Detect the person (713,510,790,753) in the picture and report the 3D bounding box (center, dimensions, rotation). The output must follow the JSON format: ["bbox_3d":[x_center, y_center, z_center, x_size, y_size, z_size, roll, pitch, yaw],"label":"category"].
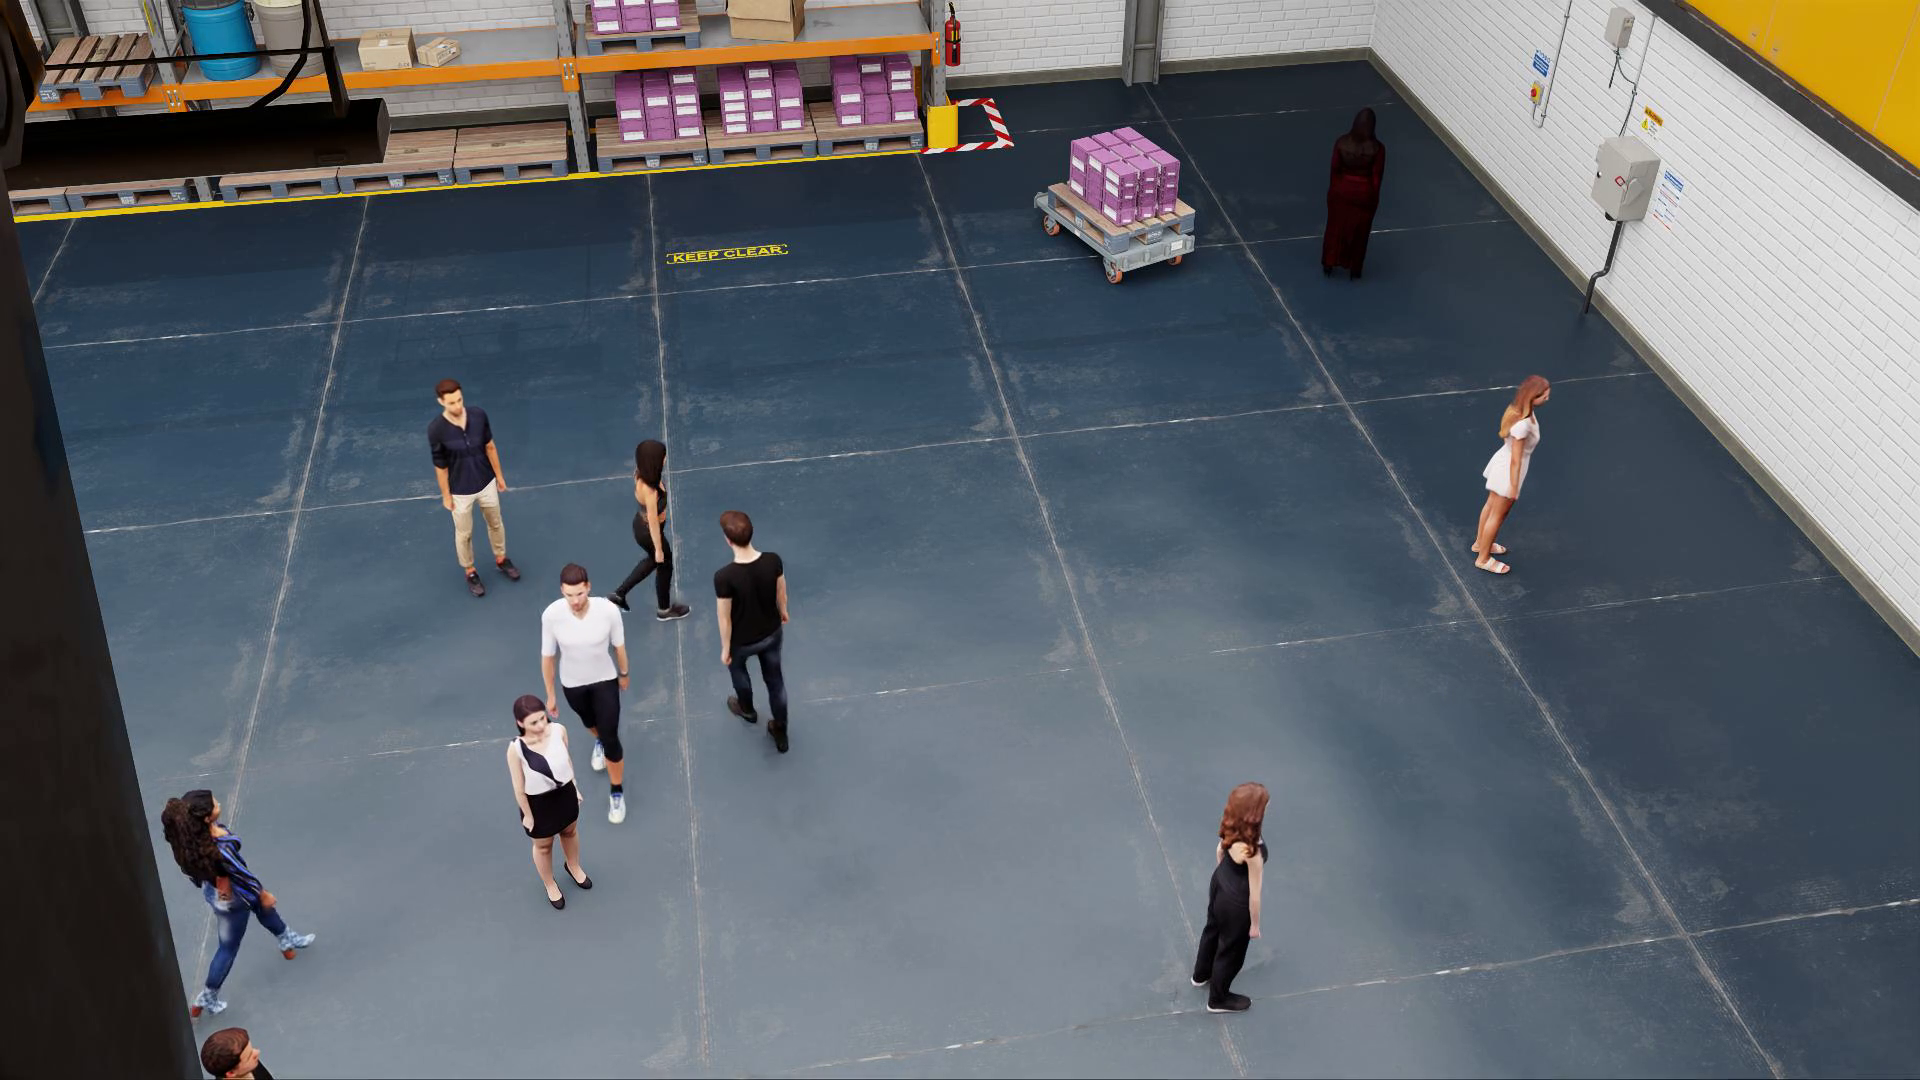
[{"bbox_3d":[-1.312,0.671,10.972,0.950,1.872,0.967,-20,43,-23],"label":"person"}]

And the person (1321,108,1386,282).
[{"bbox_3d":[3.802,-3.329,16.076,0.723,1.753,0.824,14,41,17],"label":"person"}]

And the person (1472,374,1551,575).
[{"bbox_3d":[4.154,-0.524,12.609,0.666,1.696,0.648,8,39,9],"label":"person"}]

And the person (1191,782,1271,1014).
[{"bbox_3d":[1.535,2.006,9.403,0.541,1.745,0.615,-11,40,-14],"label":"person"}]

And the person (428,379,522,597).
[{"bbox_3d":[-3.644,-0.424,12.356,0.639,1.855,0.767,-27,46,-30],"label":"person"}]

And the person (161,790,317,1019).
[{"bbox_3d":[-4.207,2.078,9.444,1.006,1.580,1.128,29,47,32],"label":"person"}]

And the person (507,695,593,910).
[{"bbox_3d":[-2.478,1.568,10.028,0.694,1.648,0.608,32,48,33],"label":"person"}]

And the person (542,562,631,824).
[{"bbox_3d":[-2.415,0.858,10.783,1.038,1.816,0.815,-2,39,-3],"label":"person"}]

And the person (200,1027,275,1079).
[{"bbox_3d":[-3.348,2.973,8.097,0.721,1.862,0.749,-21,43,-24],"label":"person"}]

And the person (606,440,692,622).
[{"bbox_3d":[-2.309,-0.030,12.049,0.893,1.623,0.691,-11,40,-13],"label":"person"}]
